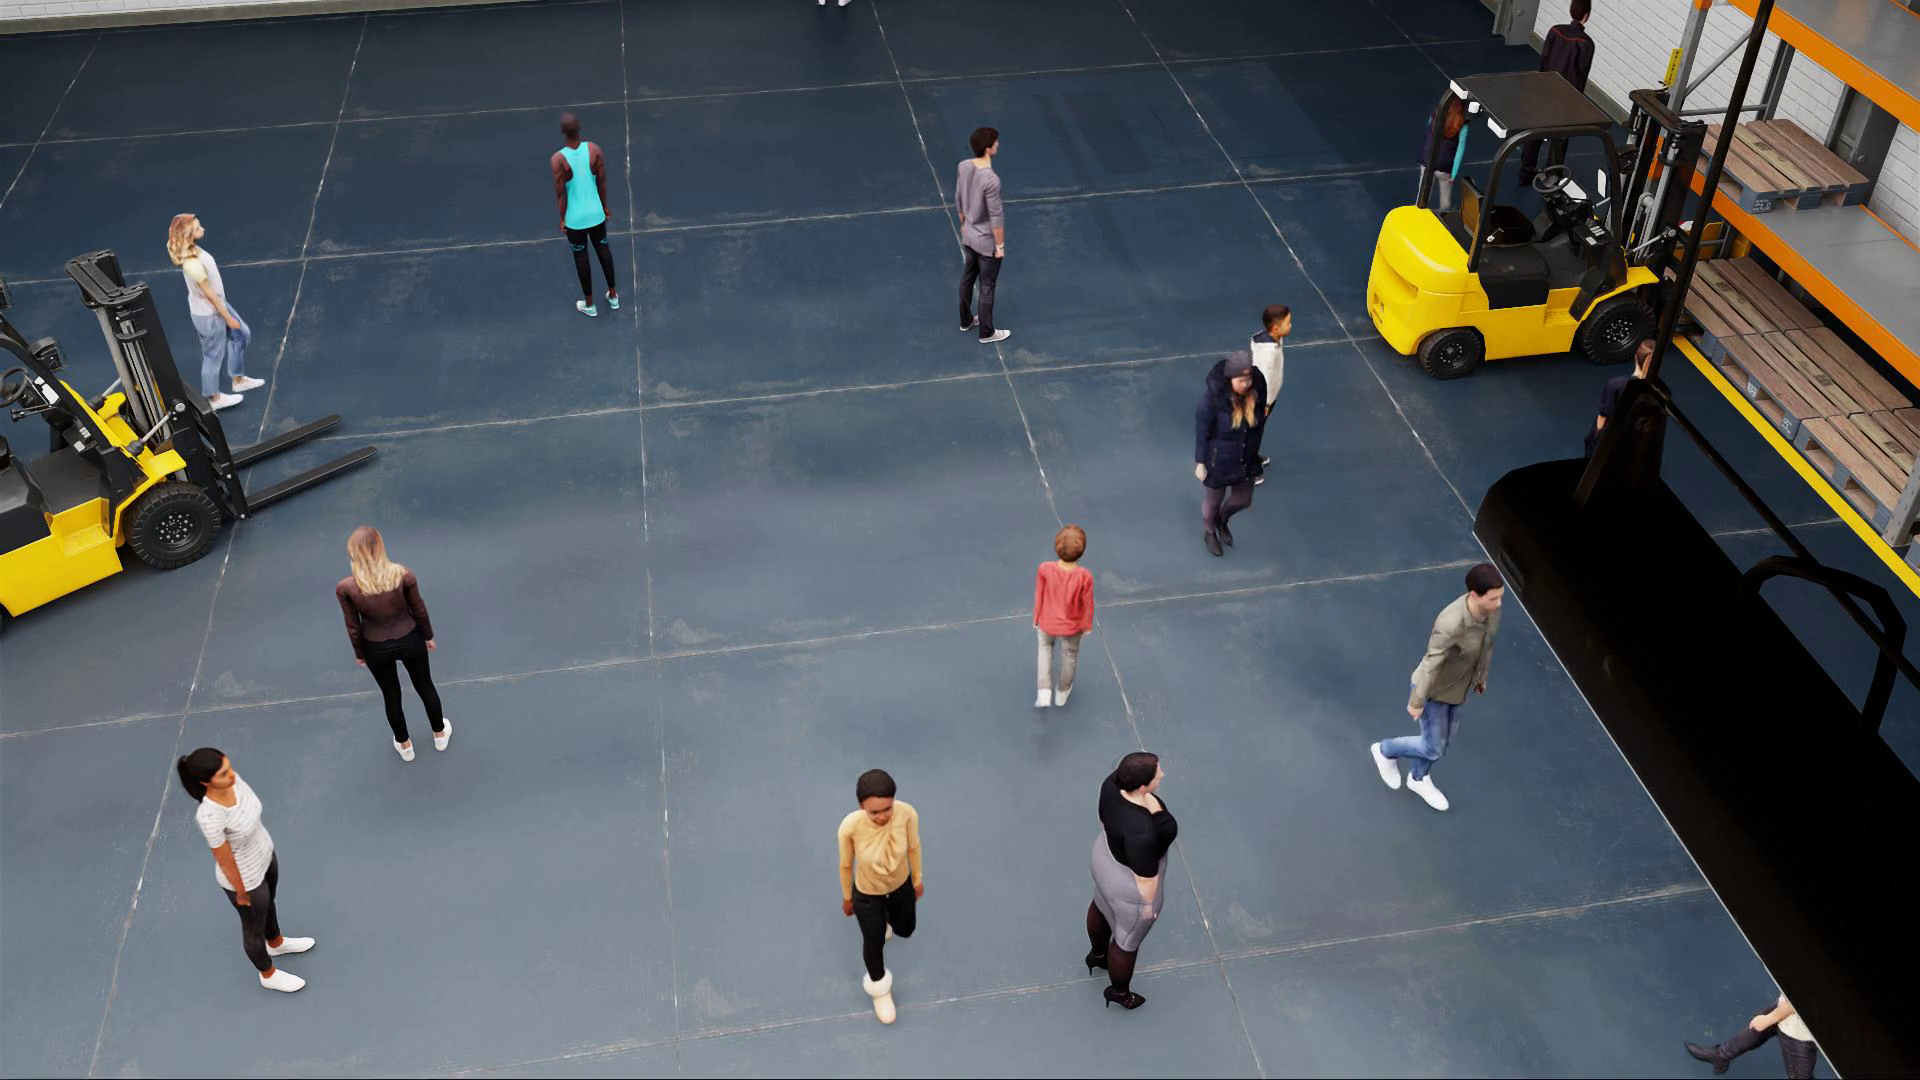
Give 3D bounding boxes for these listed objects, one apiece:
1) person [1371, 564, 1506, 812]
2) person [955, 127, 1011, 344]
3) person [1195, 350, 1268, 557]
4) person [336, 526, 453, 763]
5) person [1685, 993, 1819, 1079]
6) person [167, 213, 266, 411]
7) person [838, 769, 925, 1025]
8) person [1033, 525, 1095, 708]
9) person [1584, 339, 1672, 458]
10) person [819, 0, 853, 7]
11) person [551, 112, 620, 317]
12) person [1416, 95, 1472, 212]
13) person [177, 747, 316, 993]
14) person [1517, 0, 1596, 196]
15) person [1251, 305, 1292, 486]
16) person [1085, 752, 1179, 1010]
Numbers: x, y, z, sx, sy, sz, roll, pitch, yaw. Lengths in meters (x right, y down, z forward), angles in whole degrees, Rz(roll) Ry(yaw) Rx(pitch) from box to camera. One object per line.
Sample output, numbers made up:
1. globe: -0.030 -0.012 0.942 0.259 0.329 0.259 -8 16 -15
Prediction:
1. person: 2.716 0.773 9.587 0.888 1.839 0.950 -28 46 -30
2. person: 0.175 -2.521 13.701 0.806 1.851 0.643 -25 45 -28
3. person: 1.820 -0.636 11.490 0.705 1.666 0.694 -11 40 -14
4. person: -3.368 0.624 9.882 0.649 1.704 0.564 -14 41 -17
5. person: 4.064 2.319 7.883 1.075 1.549 0.948 31 48 33
6. person: -5.869 -1.703 12.799 0.814 1.699 0.760 -20 43 -23
7. person: -0.427 1.727 8.545 0.678 1.648 0.930 -13 40 -15
8. person: 0.612 0.531 10.240 0.658 1.403 0.753 8 39 10
9. person: 4.569 -0.646 11.491 0.702 1.681 0.677 6 39 8
10. person: -1.549 -7.239 19.664 0.699 1.783 0.679 6 39 7
11. person: -3.160 -2.737 14.004 0.674 1.811 0.642 -22 43 -25
12. person: 4.301 -3.369 15.076 0.941 1.462 0.976 26 46 29
13. person: -3.700 1.679 8.607 0.648 1.646 0.486 -2 39 -2
14. person: 5.699 -4.224 15.778 0.834 1.921 0.693 -24 44 -27
15. person: 2.196 -1.087 12.228 0.723 1.449 0.596 10 40 13
16. person: 0.838 1.716 8.470 0.764 1.759 0.594 -12 40 -14
